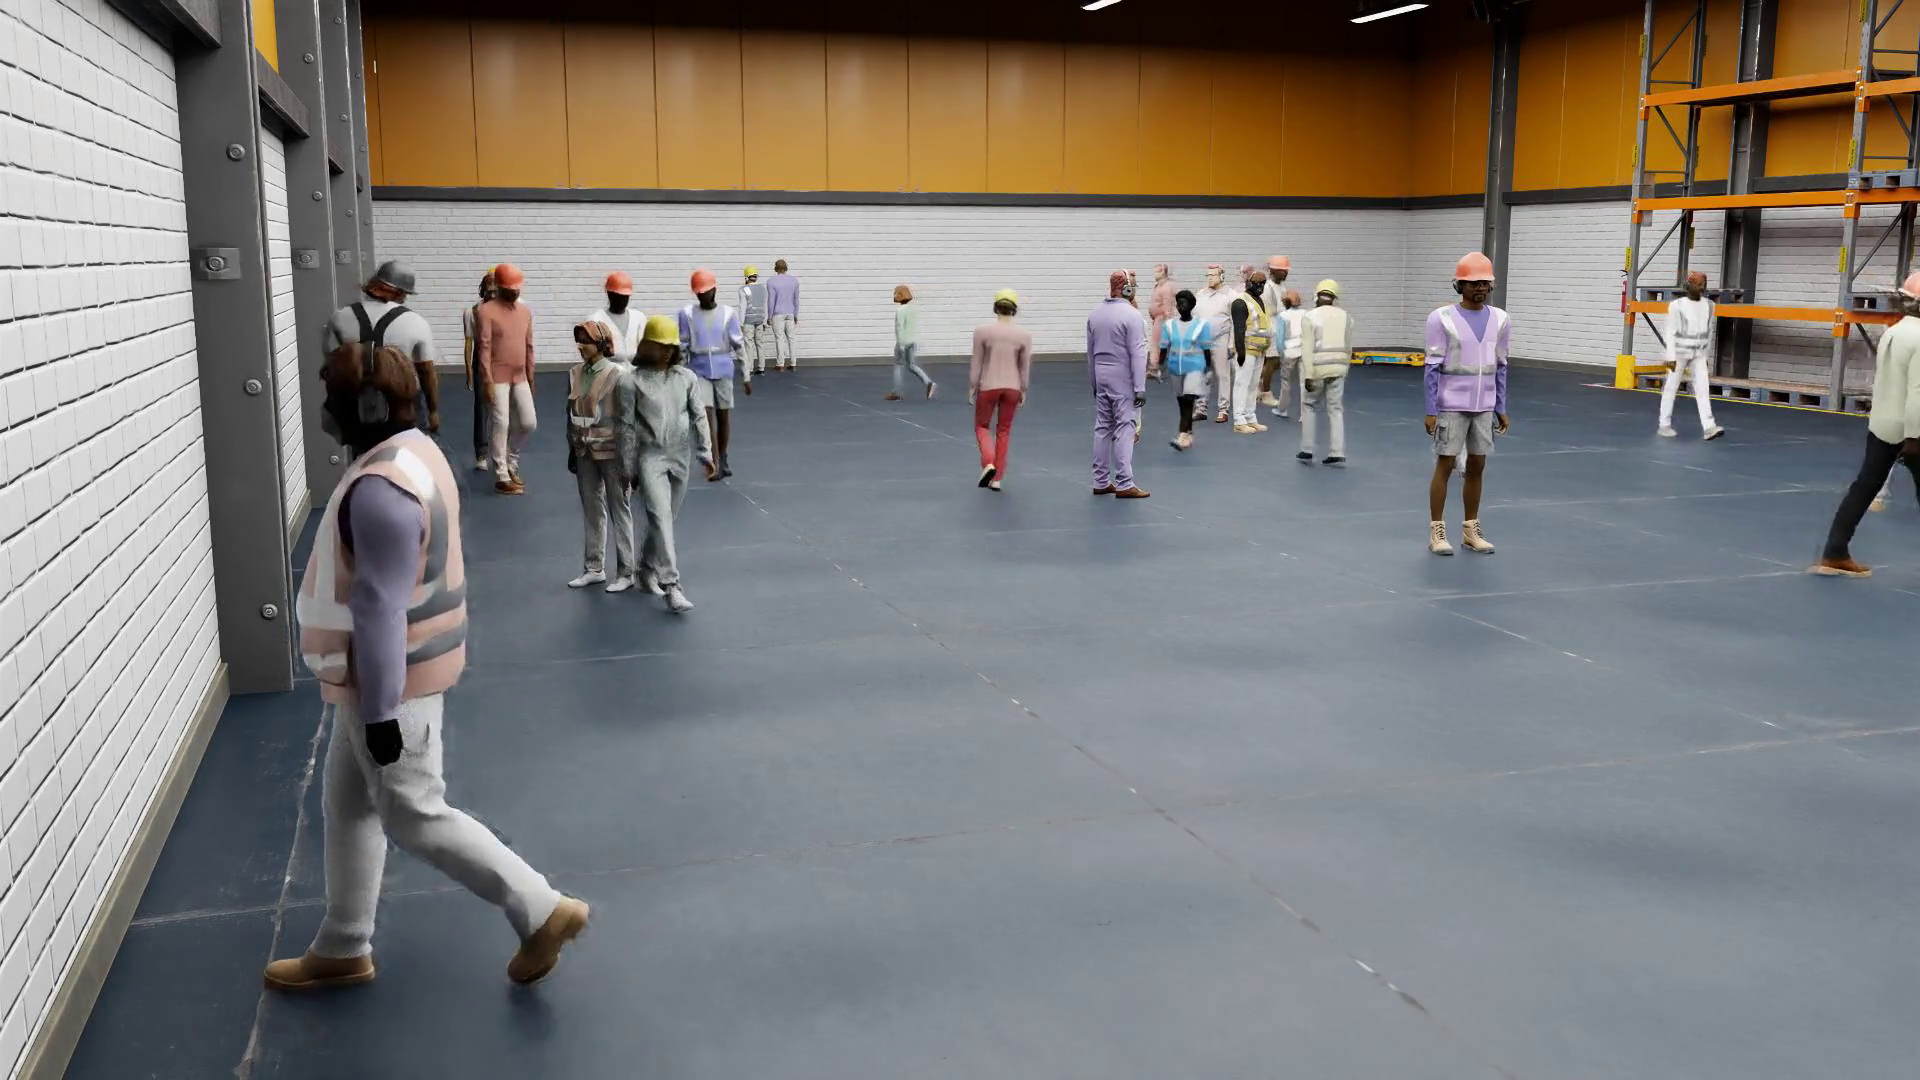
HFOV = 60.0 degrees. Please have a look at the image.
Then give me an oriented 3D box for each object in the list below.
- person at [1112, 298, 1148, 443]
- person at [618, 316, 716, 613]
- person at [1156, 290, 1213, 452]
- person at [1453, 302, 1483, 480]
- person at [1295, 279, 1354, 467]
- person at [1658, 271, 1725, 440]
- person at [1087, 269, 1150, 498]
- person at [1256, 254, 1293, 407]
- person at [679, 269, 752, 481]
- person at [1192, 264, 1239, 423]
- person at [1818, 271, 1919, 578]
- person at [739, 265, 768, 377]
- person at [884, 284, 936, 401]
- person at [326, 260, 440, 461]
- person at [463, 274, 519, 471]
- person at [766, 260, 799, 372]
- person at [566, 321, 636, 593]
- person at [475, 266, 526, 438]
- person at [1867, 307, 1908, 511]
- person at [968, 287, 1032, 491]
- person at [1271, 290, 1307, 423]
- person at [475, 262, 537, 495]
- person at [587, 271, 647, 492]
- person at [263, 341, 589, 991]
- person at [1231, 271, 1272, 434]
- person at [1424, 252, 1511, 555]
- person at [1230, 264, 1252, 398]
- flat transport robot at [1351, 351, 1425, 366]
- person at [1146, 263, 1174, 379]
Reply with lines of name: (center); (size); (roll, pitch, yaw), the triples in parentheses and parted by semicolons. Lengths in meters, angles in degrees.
person: (1.778, -1.852, 17.883); (0.504, 1.632, 0.269); (7, 12, 35)
person: (-1.712, -0.455, 9.656); (0.491, 1.686, 0.933); (-8, 13, -39)
person: (2.291, -1.739, 17.167); (0.549, 1.647, 0.868); (6, 11, 31)
person: (4.575, -1.349, 15.020); (0.507, 1.611, 0.538); (-4, 11, -23)
person: (3.508, -1.602, 15.982); (0.611, 1.786, 0.724); (-3, 10, -18)
person: (8.028, -2.014, 18.235); (0.608, 1.831, 0.964); (-2, 10, -10)
person: (1.349, -1.305, 13.928); (0.403, 1.906, 0.652); (-7, 12, -34)
person: (4.135, -2.785, 22.158); (0.567, 2.021, 0.636); (7, 12, 34)
person: (-2.207, -1.480, 14.984); (0.660, 1.882, 0.800); (-1, 10, -8)
person: (3.059, -2.371, 20.101); (0.641, 1.909, 0.409); (7, 12, 36)
person: (5.913, -0.703, 10.351); (1.017, 1.939, 0.641); (0, 10, 3)
person: (-3.449, -3.622, 27.553); (0.404, 1.831, 0.600); (9, 13, 42)
person: (-0.707, -2.711, 22.910); (0.694, 1.612, 0.501); (5, 11, 27)
person: (-3.892, -0.938, 11.412); (0.828, 2.000, 0.592); (0, 10, 1)
person: (-4.403, -1.575, 15.682); (0.506, 1.841, 0.346); (-5, 11, -26)
person: (-3.059, -3.870, 28.690); (0.628, 1.936, 0.375); (-7, 12, -37)
person: (-2.170, -0.502, 10.050); (0.523, 1.638, 0.311); (6, 12, 33)
person: (-5.083, -2.101, 18.573); (0.590, 1.900, 0.829); (0, 10, 1)
person: (7.446, -1.072, 12.883); (0.628, 1.814, 0.904); (-4, 11, -23)
person: (0.339, -1.286, 14.264); (0.550, 1.739, 0.408); (-1, 10, -8)
person: (4.030, -2.220, 20.121); (0.520, 1.583, 0.845); (-2, 10, -12)
person: (-3.859, -1.371, 14.122); (0.523, 1.971, 0.648); (6, 12, 32)
person: (-2.897, -1.364, 14.339); (0.545, 1.877, 0.988); (-7, 12, -36)
person: (-1.489, 0.365, 4.519); (0.864, 1.815, 0.636); (-2, 10, -11)
person: (3.326, -2.135, 18.938); (0.430, 1.838, 0.619); (7, 12, 36)
person: (3.438, -0.912, 11.258); (0.615, 2.043, 0.373); (-2, 10, -13)
person: (4.003, -2.908, 23.278); (0.696, 1.879, 0.547); (-4, 11, -24)
flat transport robot: (7.866, -3.319, 30.314); (1.431, 0.197, 0.652); (7, 12, 34)
person: (3.328, -3.549, 26.989); (0.795, 1.885, 0.646); (0, 10, 3)
